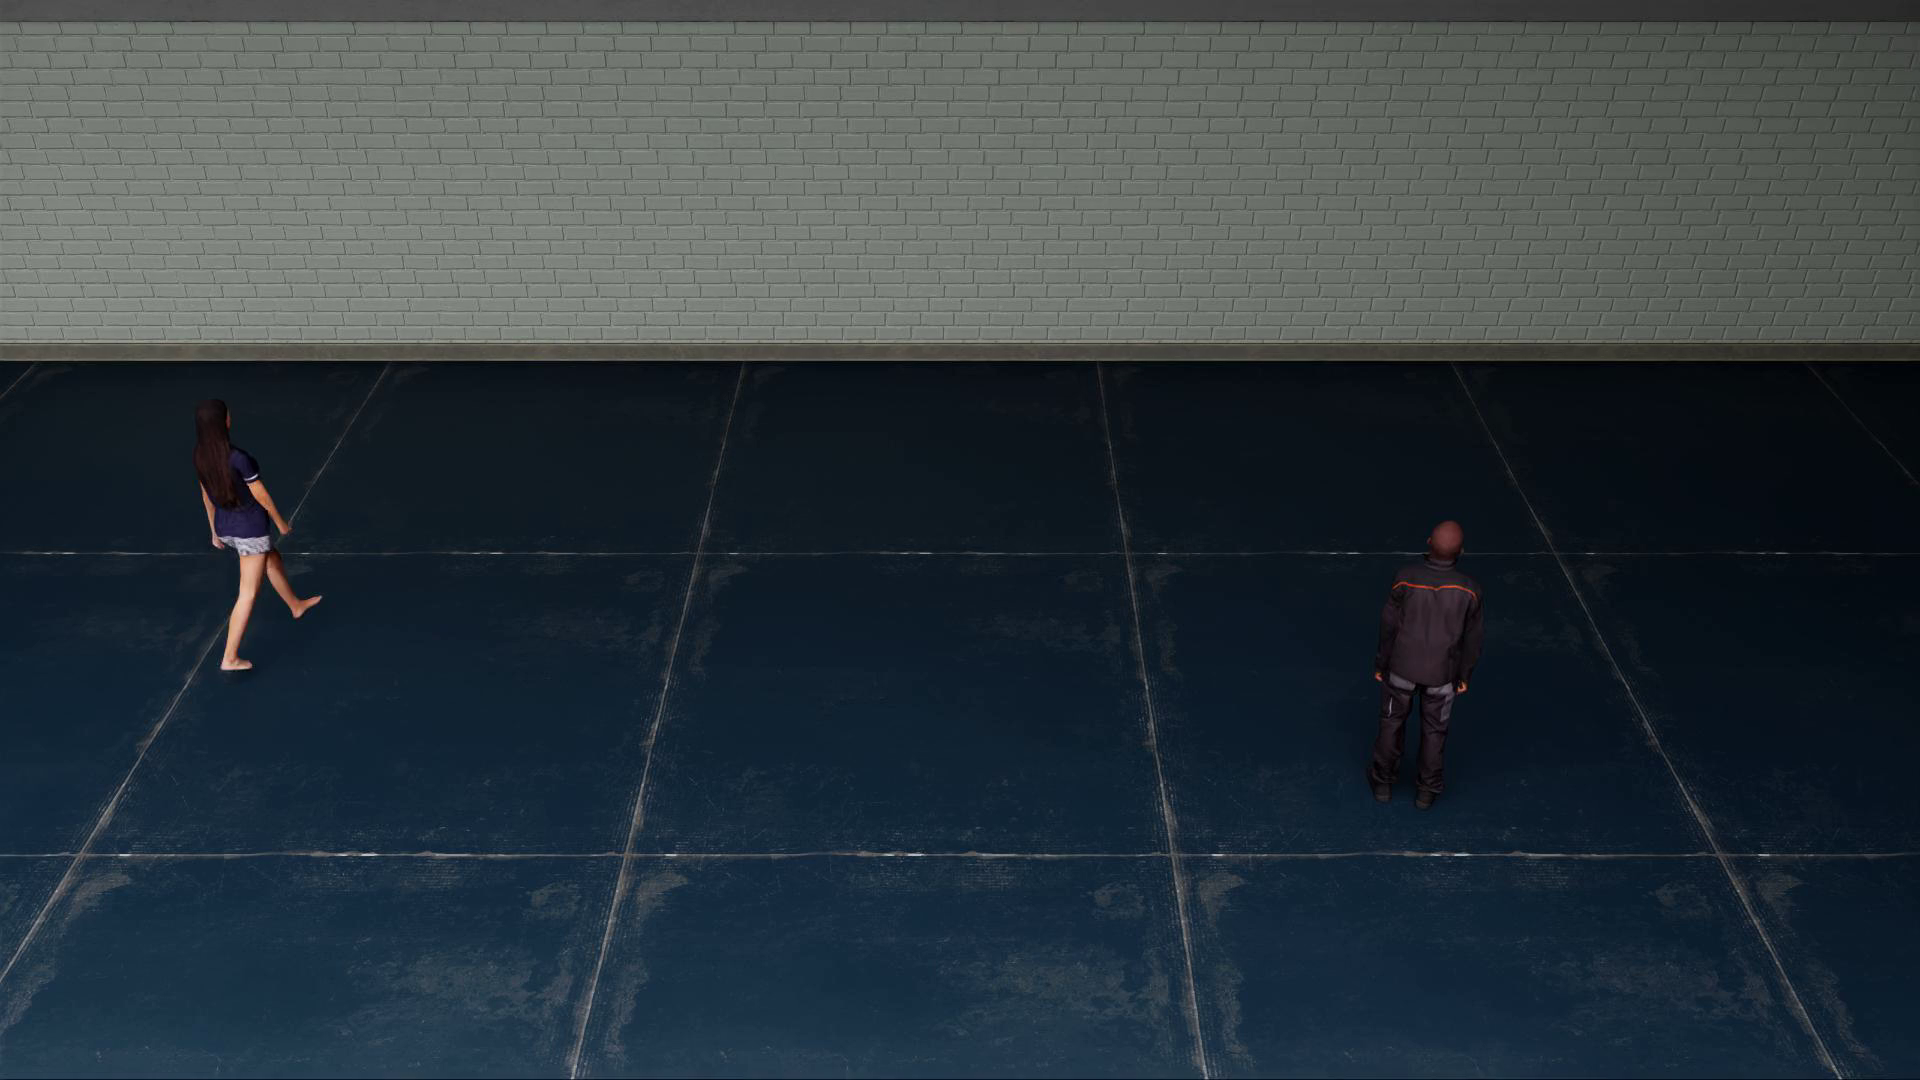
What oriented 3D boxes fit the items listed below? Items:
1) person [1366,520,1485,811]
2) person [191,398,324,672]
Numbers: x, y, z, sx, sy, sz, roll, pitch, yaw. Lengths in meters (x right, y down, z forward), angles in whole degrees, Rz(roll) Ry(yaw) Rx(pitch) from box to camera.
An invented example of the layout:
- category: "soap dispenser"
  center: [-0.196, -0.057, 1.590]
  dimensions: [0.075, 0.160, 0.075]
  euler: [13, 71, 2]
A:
- category: "person"
  center: [2.520, 0.680, 9.056]
  dimensions: [0.766, 1.825, 0.699]
  euler: [9, 34, 13]
- category: "person"
  center: [-4.437, 0.006, 10.187]
  dimensions: [0.913, 1.723, 1.221]
  euler: [14, 36, 20]
